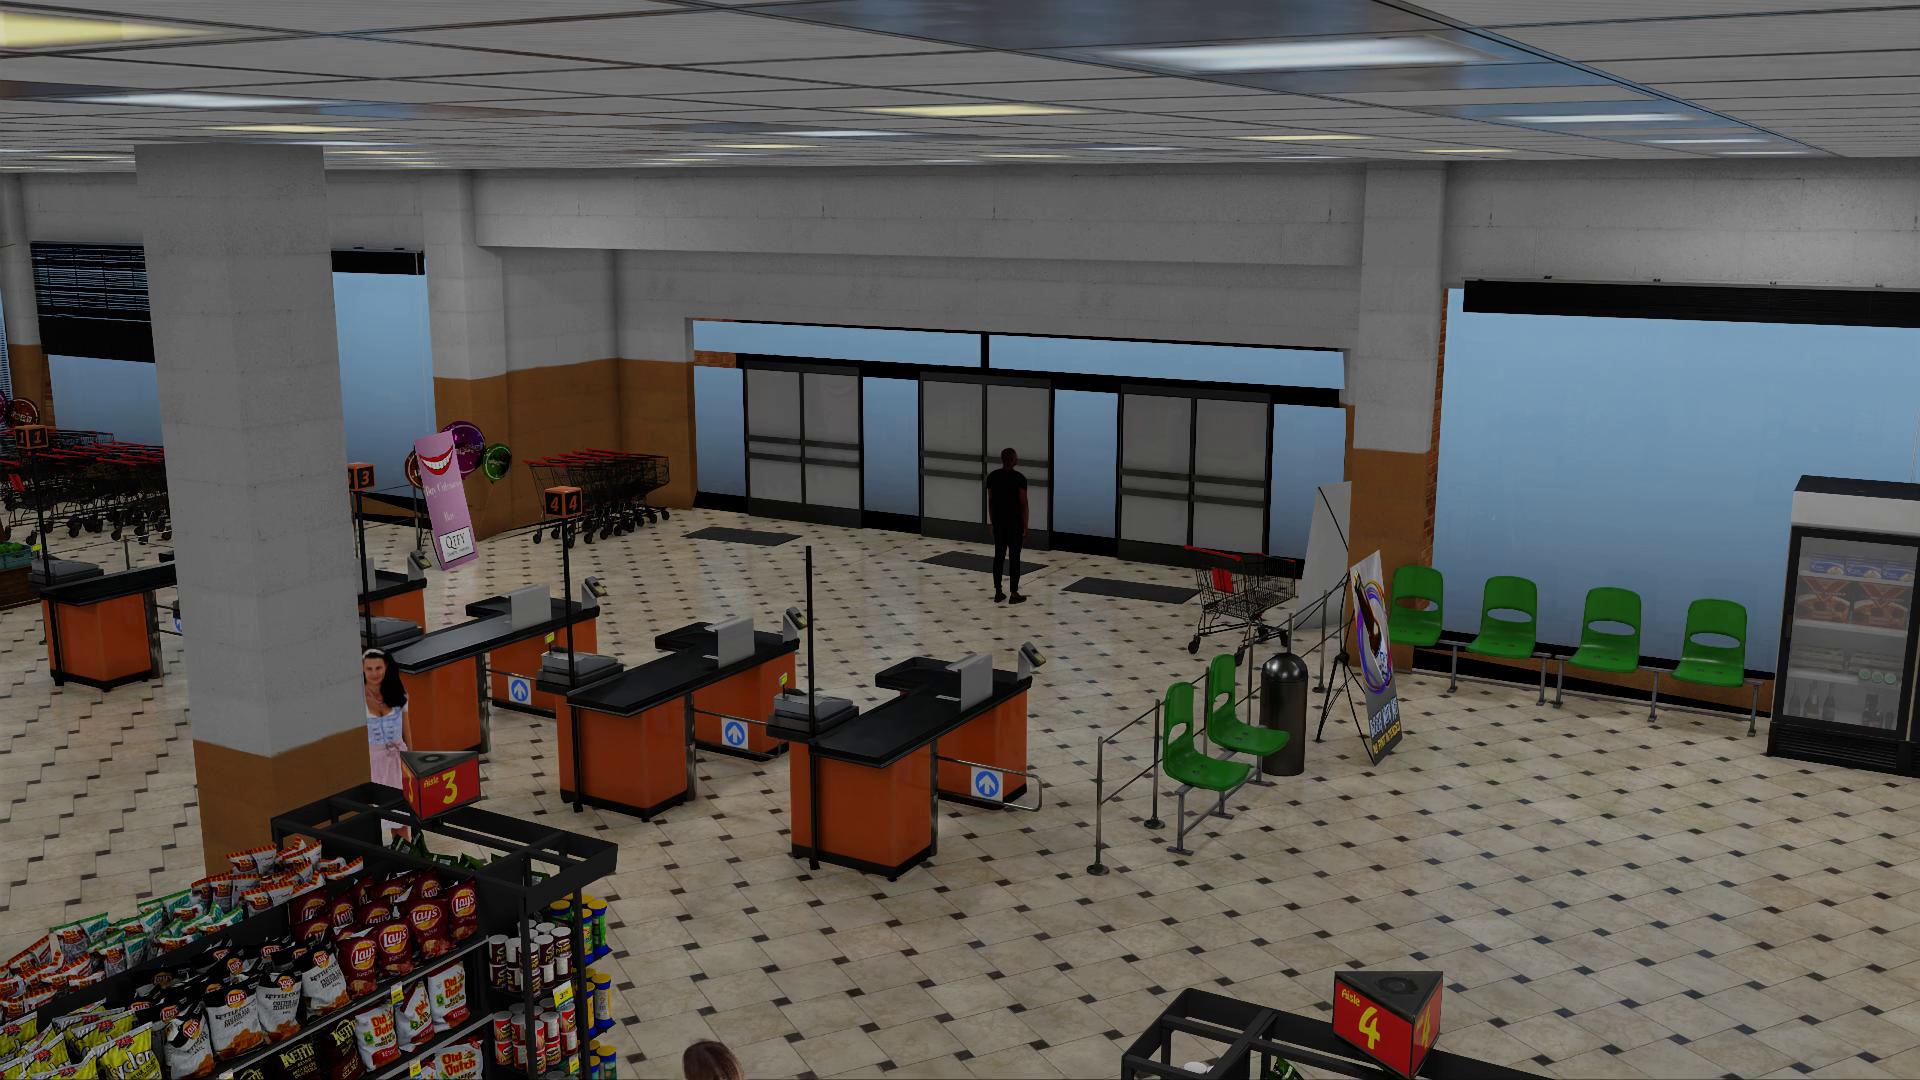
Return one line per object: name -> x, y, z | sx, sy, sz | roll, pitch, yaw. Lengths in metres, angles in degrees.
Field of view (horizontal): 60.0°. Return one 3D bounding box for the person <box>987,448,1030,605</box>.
person -> 0.554, -0.174, 19.361 | 0.663, 1.819, 0.532 | 6, 13, 28
